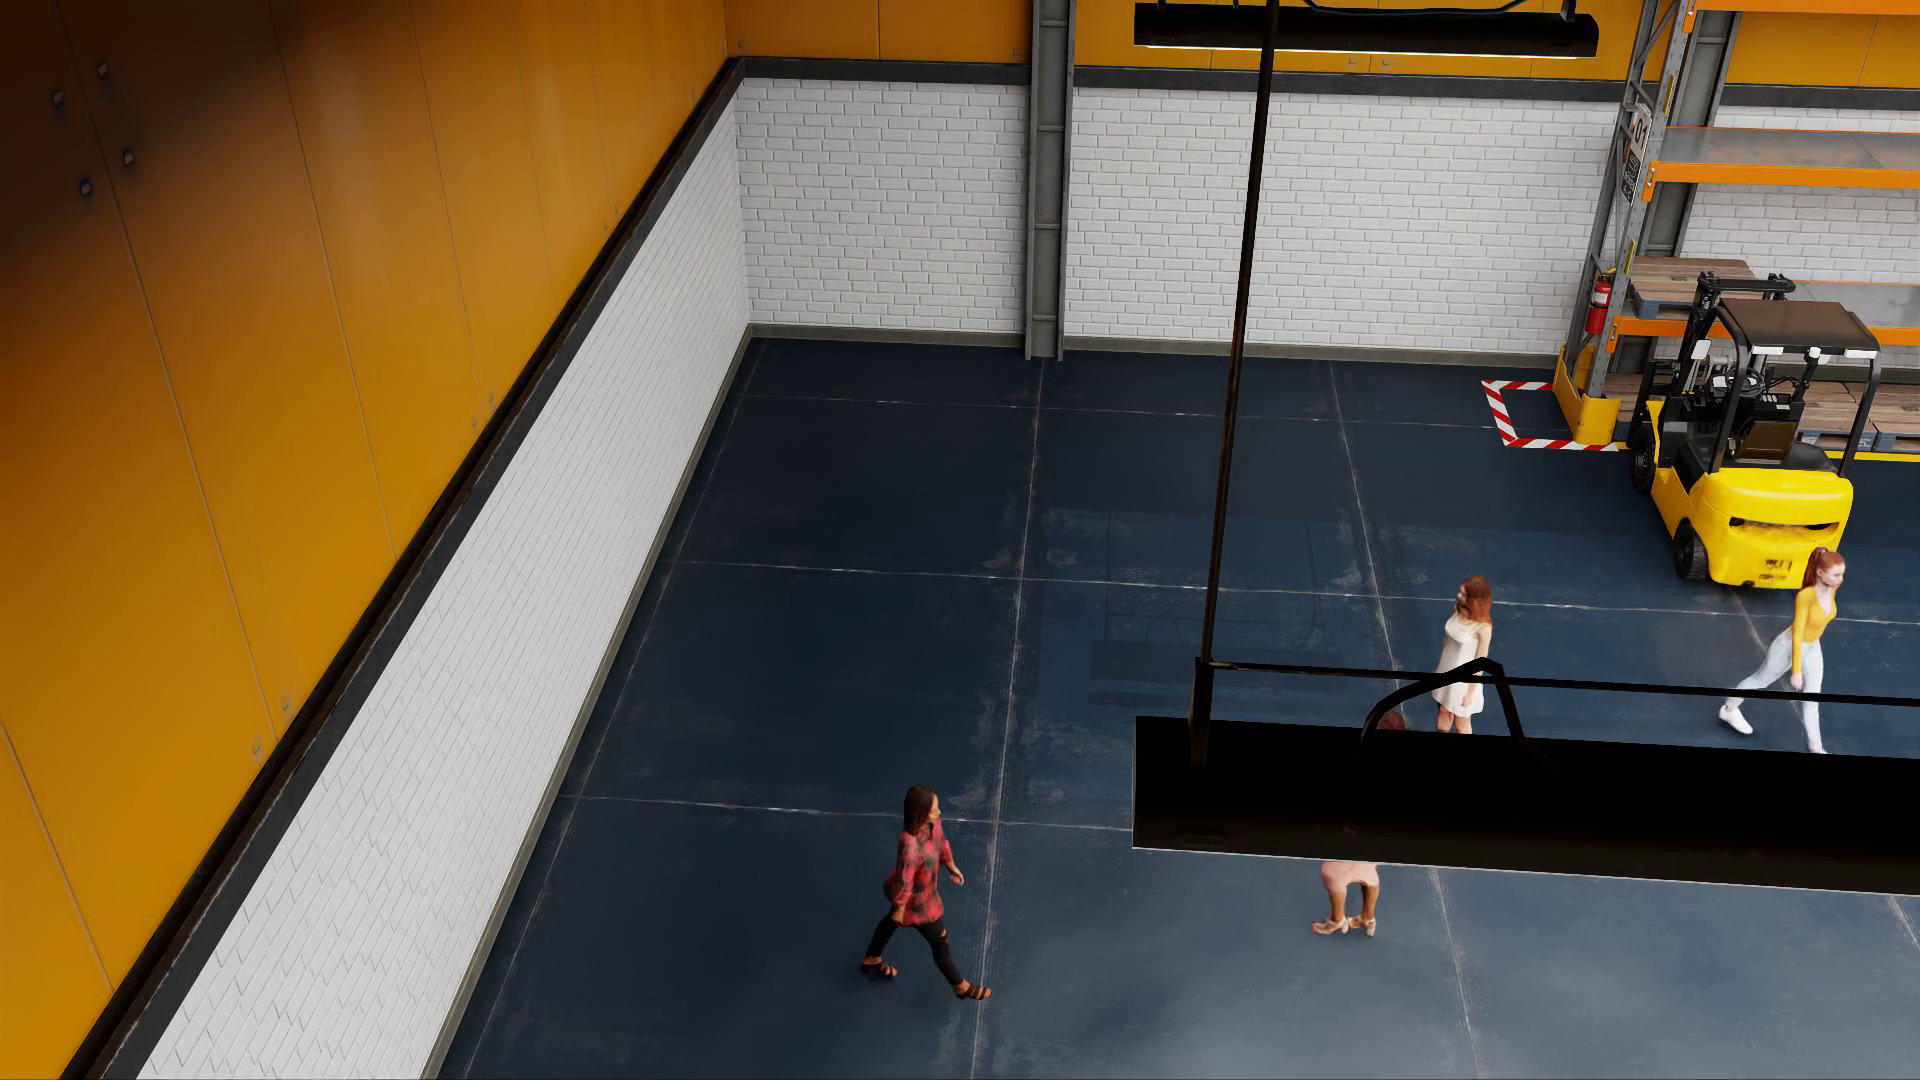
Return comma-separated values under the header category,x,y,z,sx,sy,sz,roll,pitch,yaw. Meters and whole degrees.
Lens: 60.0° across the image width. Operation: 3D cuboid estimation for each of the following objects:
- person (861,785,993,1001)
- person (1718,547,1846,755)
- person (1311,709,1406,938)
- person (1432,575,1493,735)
category,x,y,z,sx,sy,sz,roll,pitch,yaw
person,-0.350,2.106,10.007,1.087,1.656,0.673,5,34,8
person,5.905,0.789,11.962,1.188,1.686,1.149,-20,38,-27
person,2.616,1.799,10.321,0.707,1.820,0.687,13,36,18
person,3.527,0.946,11.708,0.650,1.705,0.638,-10,35,-14
